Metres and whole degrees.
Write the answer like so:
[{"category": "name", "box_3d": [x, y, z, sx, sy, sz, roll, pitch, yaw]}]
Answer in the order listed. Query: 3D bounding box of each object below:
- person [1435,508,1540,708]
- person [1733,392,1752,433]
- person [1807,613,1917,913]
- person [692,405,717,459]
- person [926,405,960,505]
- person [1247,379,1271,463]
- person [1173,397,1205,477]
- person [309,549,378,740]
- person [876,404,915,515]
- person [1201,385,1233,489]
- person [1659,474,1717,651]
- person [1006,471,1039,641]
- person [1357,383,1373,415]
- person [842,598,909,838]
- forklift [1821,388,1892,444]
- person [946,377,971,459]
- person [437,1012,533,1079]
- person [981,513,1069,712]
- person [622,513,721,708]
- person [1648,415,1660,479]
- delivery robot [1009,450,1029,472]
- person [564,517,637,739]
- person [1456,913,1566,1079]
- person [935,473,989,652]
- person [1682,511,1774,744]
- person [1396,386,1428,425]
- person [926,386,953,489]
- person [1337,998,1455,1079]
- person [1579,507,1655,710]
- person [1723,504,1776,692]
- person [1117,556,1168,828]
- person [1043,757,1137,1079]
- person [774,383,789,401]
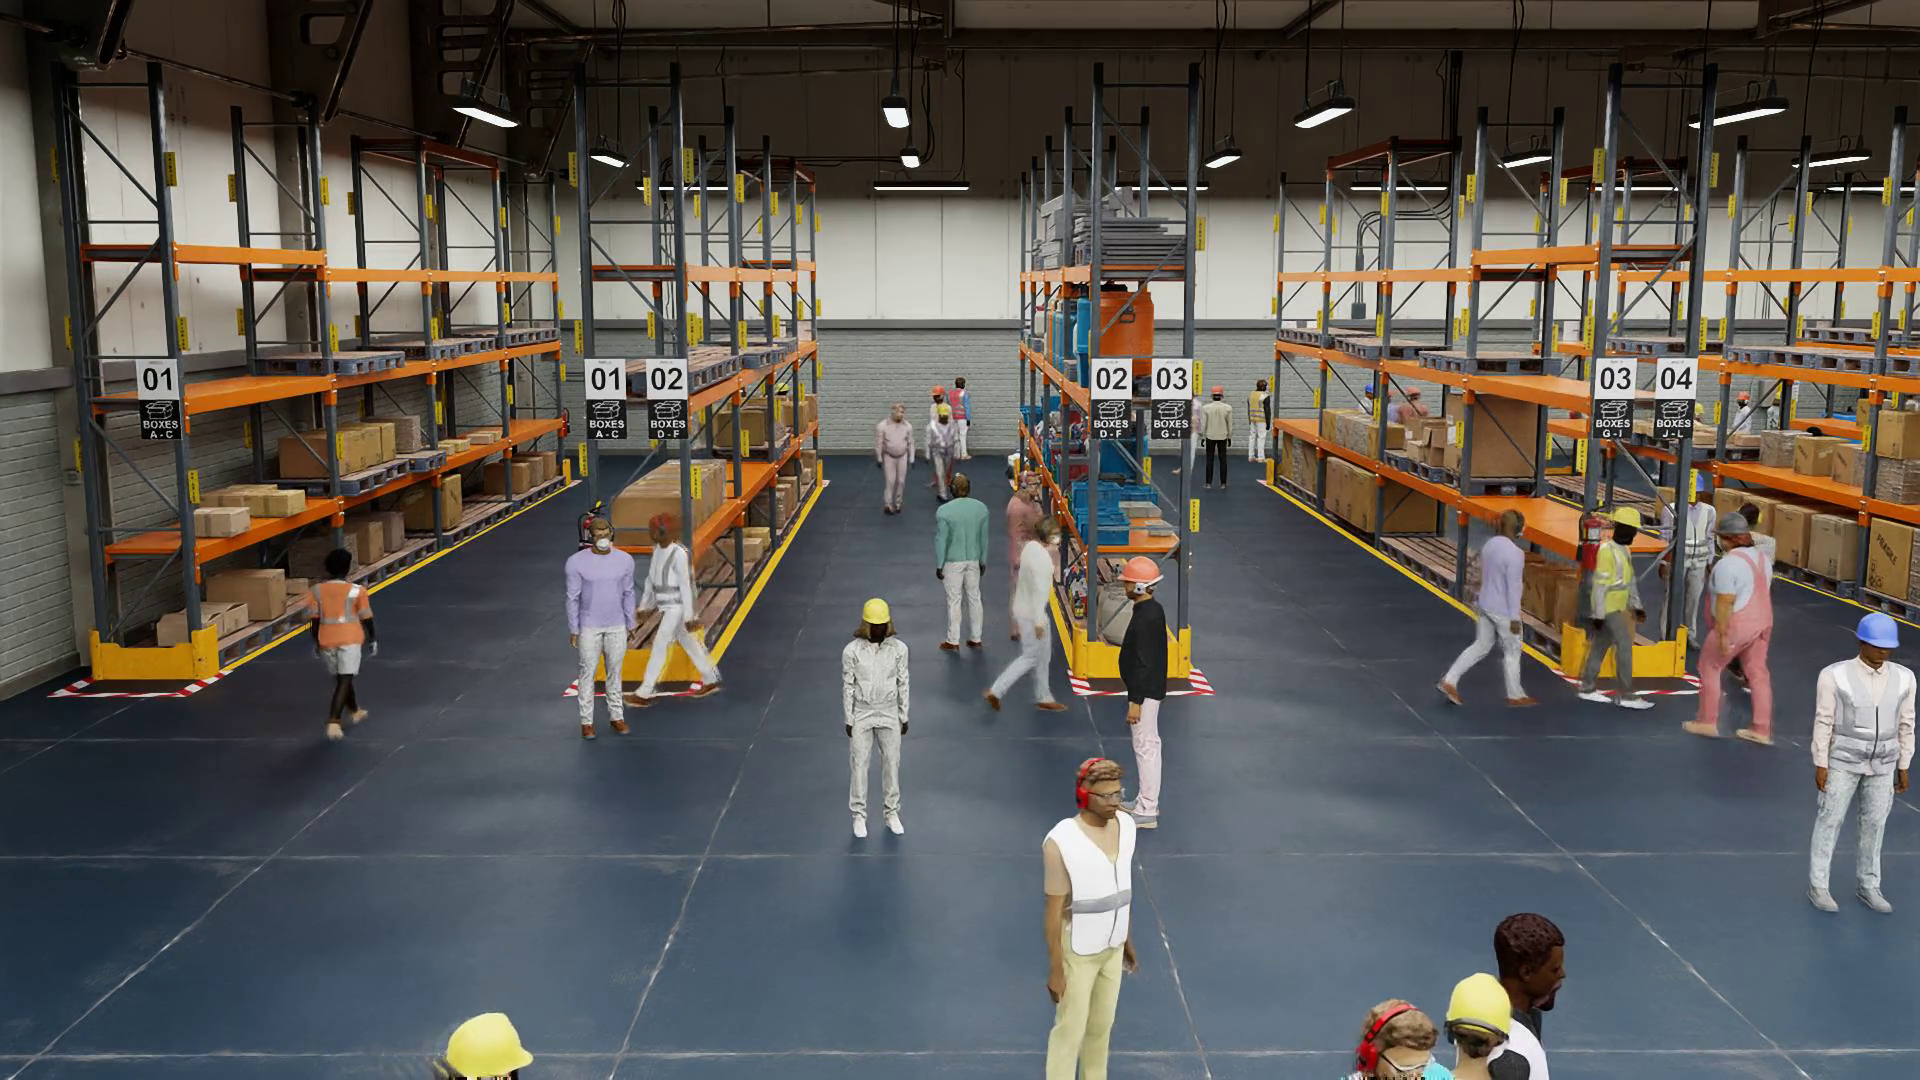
[{"category": "person", "box_3d": [4.937, 0.646, 15.486, 0.932, 1.903, 0.637, -1, 9, -7]}, {"category": "person", "box_3d": [15.845, -2.130, 33.756, 0.327, 1.752, 0.573, 1, 9, 6]}, {"category": "person", "box_3d": [5.684, 1.401, 10.477, 0.604, 1.938, 0.426, 0, 9, 3]}, {"category": "person", "box_3d": [-5.056, -2.066, 32.936, 0.633, 1.882, 0.460, 7, 11, 37]}, {"category": "person", "box_3d": [-0.304, -1.536, 29.845, 0.610, 1.788, 0.926, -3, 9, -21]}, {"category": "person", "box_3d": [6.606, -2.622, 36.662, 0.429, 1.841, 0.637, -6, 11, -35]}, {"category": "person", "box_3d": [4.640, -2.205, 34.163, 0.741, 1.798, 0.508, 8, 12, 40]}, {"category": "person", "box_3d": [-5.427, 0.899, 14.610, 0.542, 1.652, 0.881, 1, 9, 7]}, {"category": "person", "box_3d": [-1.077, -1.375, 28.512, 0.669, 1.873, 0.697, -3, 9, -19]}, {"category": "person", "box_3d": [4.936, -1.976, 32.004, 0.618, 1.994, 0.380, 0, 9, 0]}, {"category": "person", "box_3d": [7.826, 0.238, 17.910, 0.615, 1.945, 0.405, 0, 9, -1]}, {"category": "person", "box_3d": [0.725, 0.172, 18.503, 0.399, 1.902, 0.642, 2, 9, 10]}, {"category": "person", "box_3d": [8.213, -2.189, 33.555, 0.401, 1.938, 0.602, 6, 10, 32]}, {"category": "person", "box_3d": [-0.597, 1.270, 11.945, 0.484, 1.739, 0.320, -2, 9, -13]}, {"category": "forklift", "box_3d": [20.072, -3.110, 36.462, 1.873, 2.768, 1.129, 0, 9, 0]}, {"category": "person", "box_3d": [-0.009, -2.730, 37.347, 0.625, 1.843, 0.430, 7, 12, 40]}, {"category": "person", "box_3d": [-1.444, 2.310, 5.268, 0.871, 1.724, 0.536, -7, 11, -37]}, {"category": "person", "box_3d": [0.596, 0.684, 15.241, 0.761, 1.902, 0.698, 0, 9, 1]}, {"category": "person", "box_3d": [-2.721, 0.652, 15.687, 1.063, 1.833, 0.568, -5, 10, -30]}, {"category": "person", "box_3d": [14.074, -2.097, 33.593, 0.325, 1.740, 0.492, 4, 10, 23]}, {"category": "delivery robot", "box_3d": [1.197, -1.589, 33.826, 0.477, 0.478, 0.707, -1, 9, -5]}, {"category": "person", "box_3d": [-3.129, 0.762, 14.566, 0.627, 1.940, 0.372, -5, 10, -29]}, {"category": "person", "box_3d": [1.802, 2.170, 5.613, 0.383, 1.910, 0.589, 2, 9, 16]}, {"category": "person", "box_3d": [0.018, 0.244, 17.947, 0.629, 1.932, 0.378, -5, 10, -28]}, {"category": "person", "box_3d": [6.756, 0.727, 14.468, 0.694, 2.000, 0.775, -5, 10, -27]}, {"category": "person", "box_3d": [8.822, -2.024, 32.477, 0.626, 1.951, 0.990, 5, 10, 29]}, {"category": "person", "box_3d": [-0.386, -1.967, 31.944, 0.393, 1.995, 0.612, -8, 12, -41]}, {"category": "person", "box_3d": [1.322, 2.269, 5.289, 0.796, 1.816, 0.535, -5, 10, -30]}, {"category": "person", "box_3d": [6.226, 0.640, 15.558, 0.839, 1.883, 0.581, 6, 10, 32]}, {"category": "person", "box_3d": [7.722, 0.551, 16.356, 0.552, 1.803, 0.984, 2, 9, 15]}, {"category": "person", "box_3d": [1.328, 1.107, 12.169, 0.379, 1.996, 0.611, 2, 9, 13]}, {"category": "person", "box_3d": [0.586, 1.884, 7.650, 0.372, 1.843, 0.571, 8, 12, 43]}, {"category": "person", "box_3d": [-3.600, -2.269, 34.132, 0.390, 1.919, 0.584, 0, 9, 0]}]
